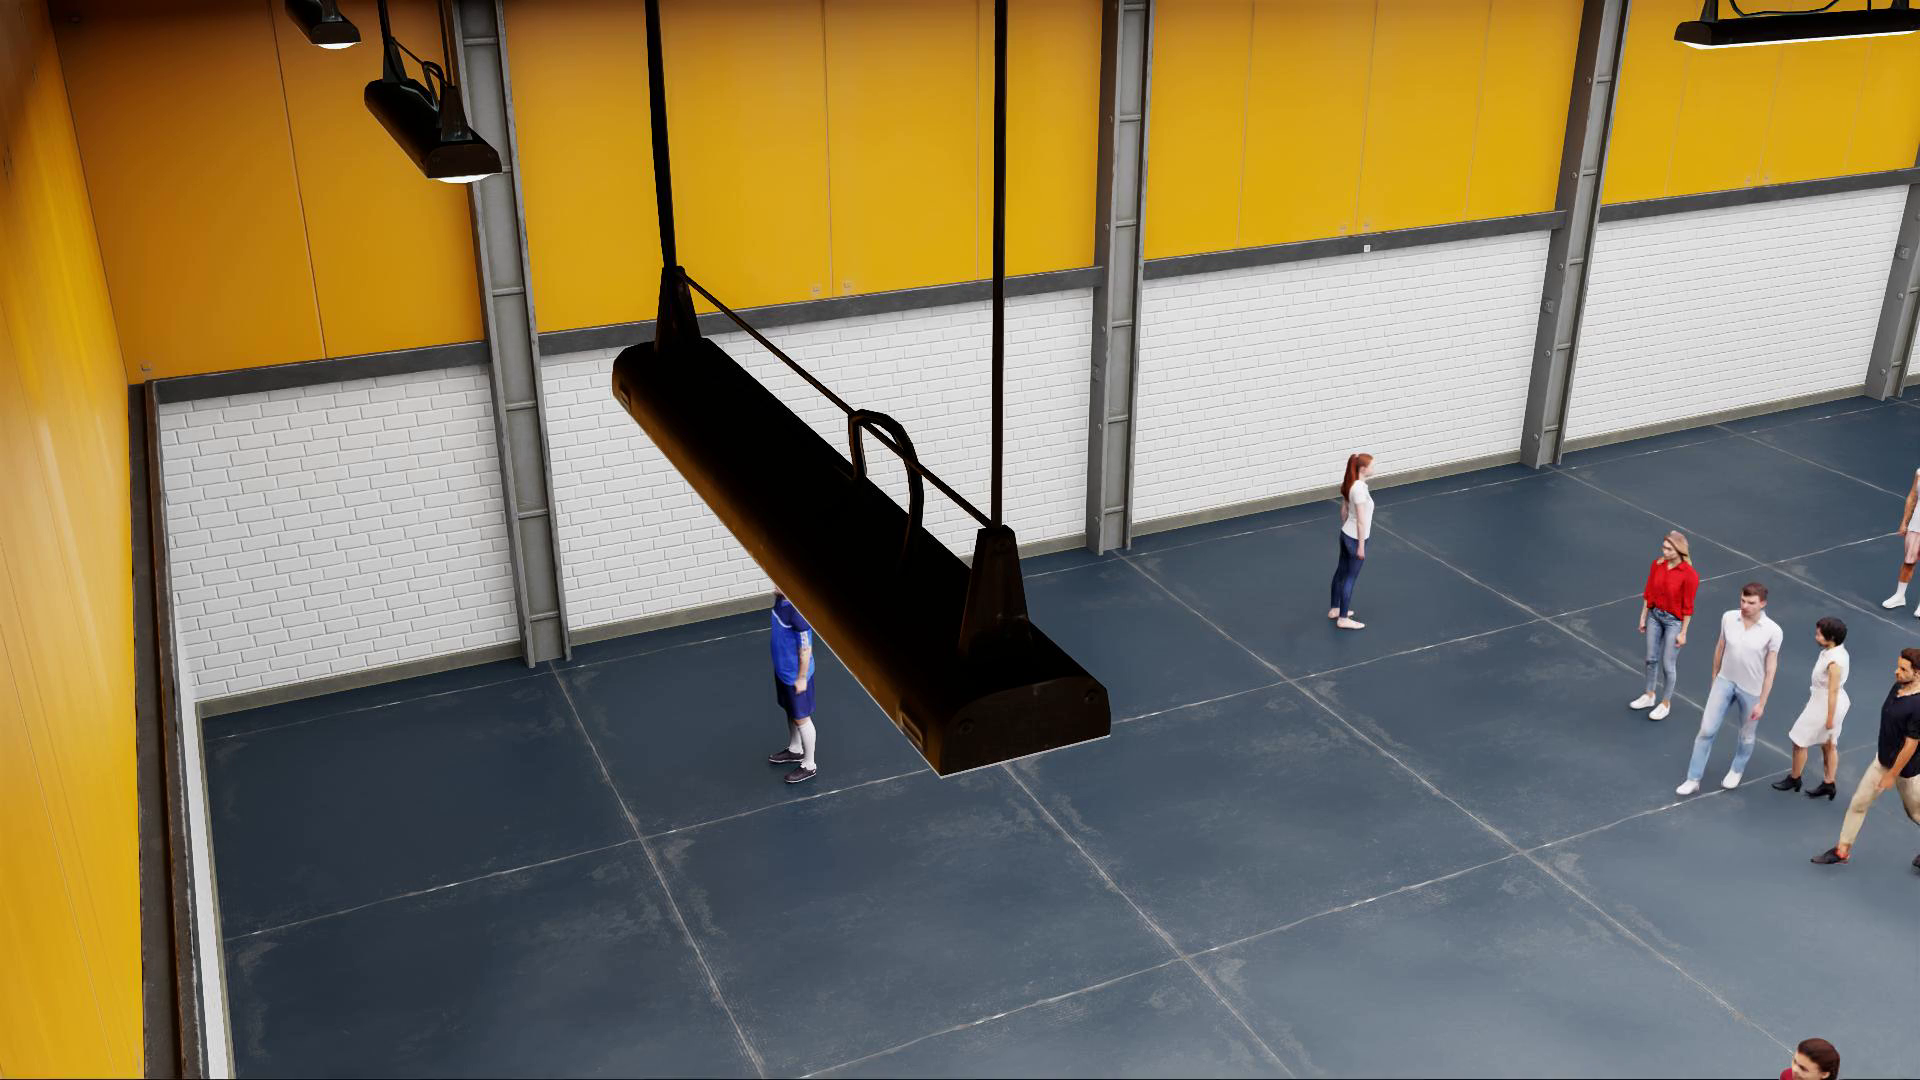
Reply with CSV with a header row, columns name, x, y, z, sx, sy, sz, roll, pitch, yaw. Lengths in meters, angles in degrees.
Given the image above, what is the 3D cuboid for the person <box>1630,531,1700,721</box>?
name,x,y,z,sx,sy,sz,roll,pitch,yaw
person,6.056,0.713,14.242,0.574,1.699,0.656,-15,28,-31

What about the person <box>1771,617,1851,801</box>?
name,x,y,z,sx,sy,sz,roll,pitch,yaw
person,6.863,1.350,13.005,0.789,1.522,0.743,13,27,27

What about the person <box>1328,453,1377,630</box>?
name,x,y,z,sx,sy,sz,roll,pitch,yaw
person,3.730,-0.009,15.846,0.614,1.737,0.631,-3,24,-7

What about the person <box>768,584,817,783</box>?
name,x,y,z,sx,sy,sz,roll,pitch,yaw
person,-1.335,1.040,13.316,0.557,1.842,0.666,-11,26,-24

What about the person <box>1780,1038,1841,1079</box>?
name,x,y,z,sx,sy,sz,roll,pitch,yaw
person,4.395,3.226,8.689,0.801,1.542,0.602,-7,25,-16

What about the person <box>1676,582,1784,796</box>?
name,x,y,z,sx,sy,sz,roll,pitch,yaw
person,6.197,1.143,13.106,0.884,1.821,1.077,20,30,38

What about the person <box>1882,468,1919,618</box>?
name,x,y,z,sx,sy,sz,roll,pitch,yaw
person,9.373,-0.123,16.047,0.658,1.784,0.706,-20,31,-38

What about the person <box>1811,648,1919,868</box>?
name,x,y,z,sx,sy,sz,roll,pitch,yaw
person,6.874,1.638,11.997,1.293,1.803,0.903,-2,24,-3
